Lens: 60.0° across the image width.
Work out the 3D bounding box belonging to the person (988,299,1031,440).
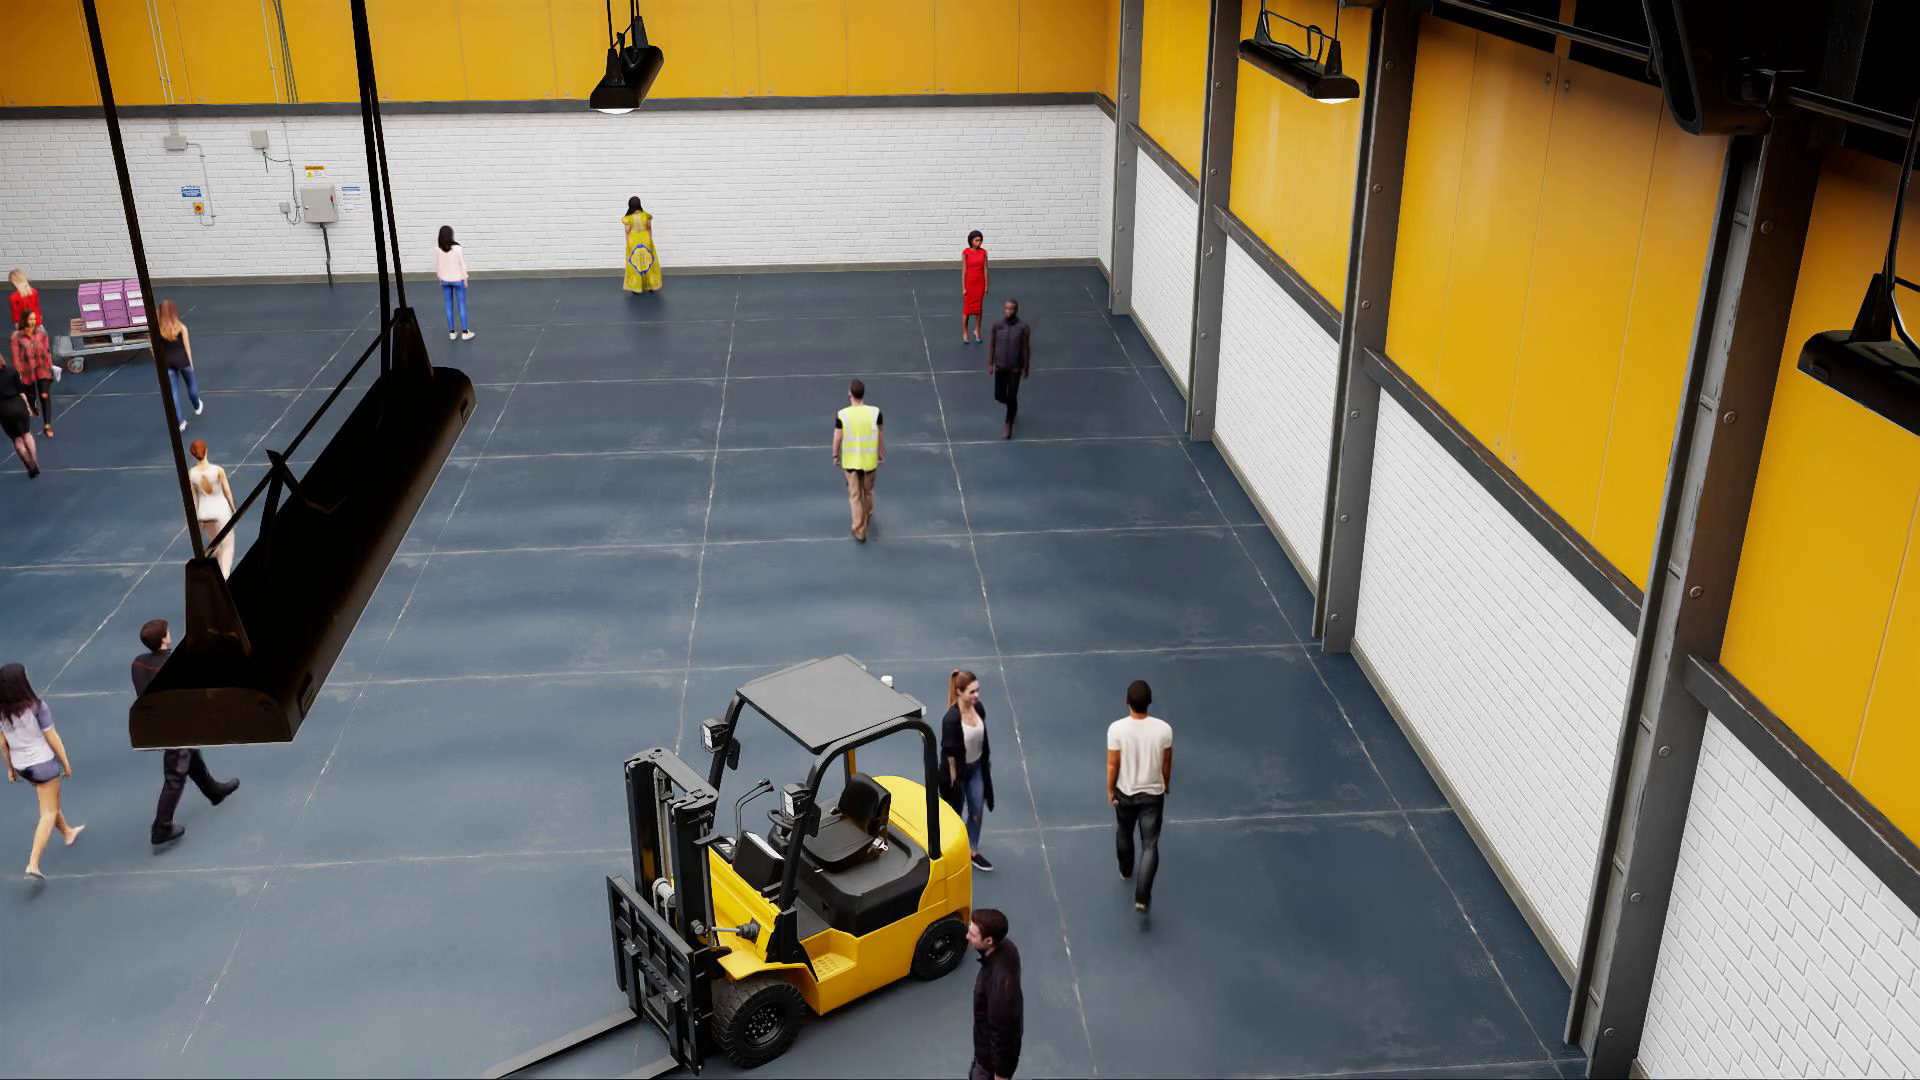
[{"bbox_3d":[0.663,-2.259,21.638,0.895,1.824,1.020,6,24,14],"label":"person"}]

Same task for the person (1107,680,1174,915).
[{"bbox_3d":[1.321,1.894,12.195,0.801,1.778,1.170,3,24,8],"label":"person"}]

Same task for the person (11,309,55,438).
[{"bbox_3d":[-12.071,-2.185,21.654,0.913,1.676,1.028,-17,29,-34],"label":"person"}]

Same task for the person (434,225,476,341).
[{"bbox_3d":[-7.818,-3.970,25.620,0.690,1.768,0.617,3,24,6],"label":"person"}]

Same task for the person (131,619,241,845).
[{"bbox_3d":[-6.208,1.526,13.017,1.113,1.793,1.308,10,26,22],"label":"person"}]

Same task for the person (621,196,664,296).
[{"bbox_3d":[-5.415,-4.986,28.080,0.970,1.660,0.945,-11,26,-24],"label":"person"}]

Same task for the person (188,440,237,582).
[{"bbox_3d":[-7.738,-0.229,17.259,0.616,1.613,1.031,-4,24,-10],"label":"person"}]

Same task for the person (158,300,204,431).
[{"bbox_3d":[-10.298,-2.260,21.831,0.709,1.672,1.088,-6,24,-14],"label":"person"}]

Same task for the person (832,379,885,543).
[{"bbox_3d":[-1.109,-0.856,18.441,0.849,1.815,1.086,-7,24,-15],"label":"person"}]

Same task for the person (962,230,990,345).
[{"bbox_3d":[0.210,-3.879,25.446,0.617,1.741,0.570,-7,25,-16],"label":"person"}]

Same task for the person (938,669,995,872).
[{"bbox_3d":[-0.045,1.737,12.697,0.934,1.664,1.030,-21,31,-40],"label":"person"}]

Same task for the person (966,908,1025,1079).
[{"bbox_3d":[0.275,2.935,9.667,0.843,1.895,0.925,1,24,2],"label":"person"}]

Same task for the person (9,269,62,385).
[{"bbox_3d":[-13.013,-2.946,23.393,0.939,1.678,0.989,9,25,21],"label":"person"}]

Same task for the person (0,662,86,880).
[{"bbox_3d":[-7.035,1.759,12.598,0.667,1.701,1.122,0,24,1],"label":"person"}]

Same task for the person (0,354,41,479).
[{"bbox_3d":[-11.415,-1.493,20.057,0.769,1.687,0.822,-17,29,-34],"label":"person"}]
